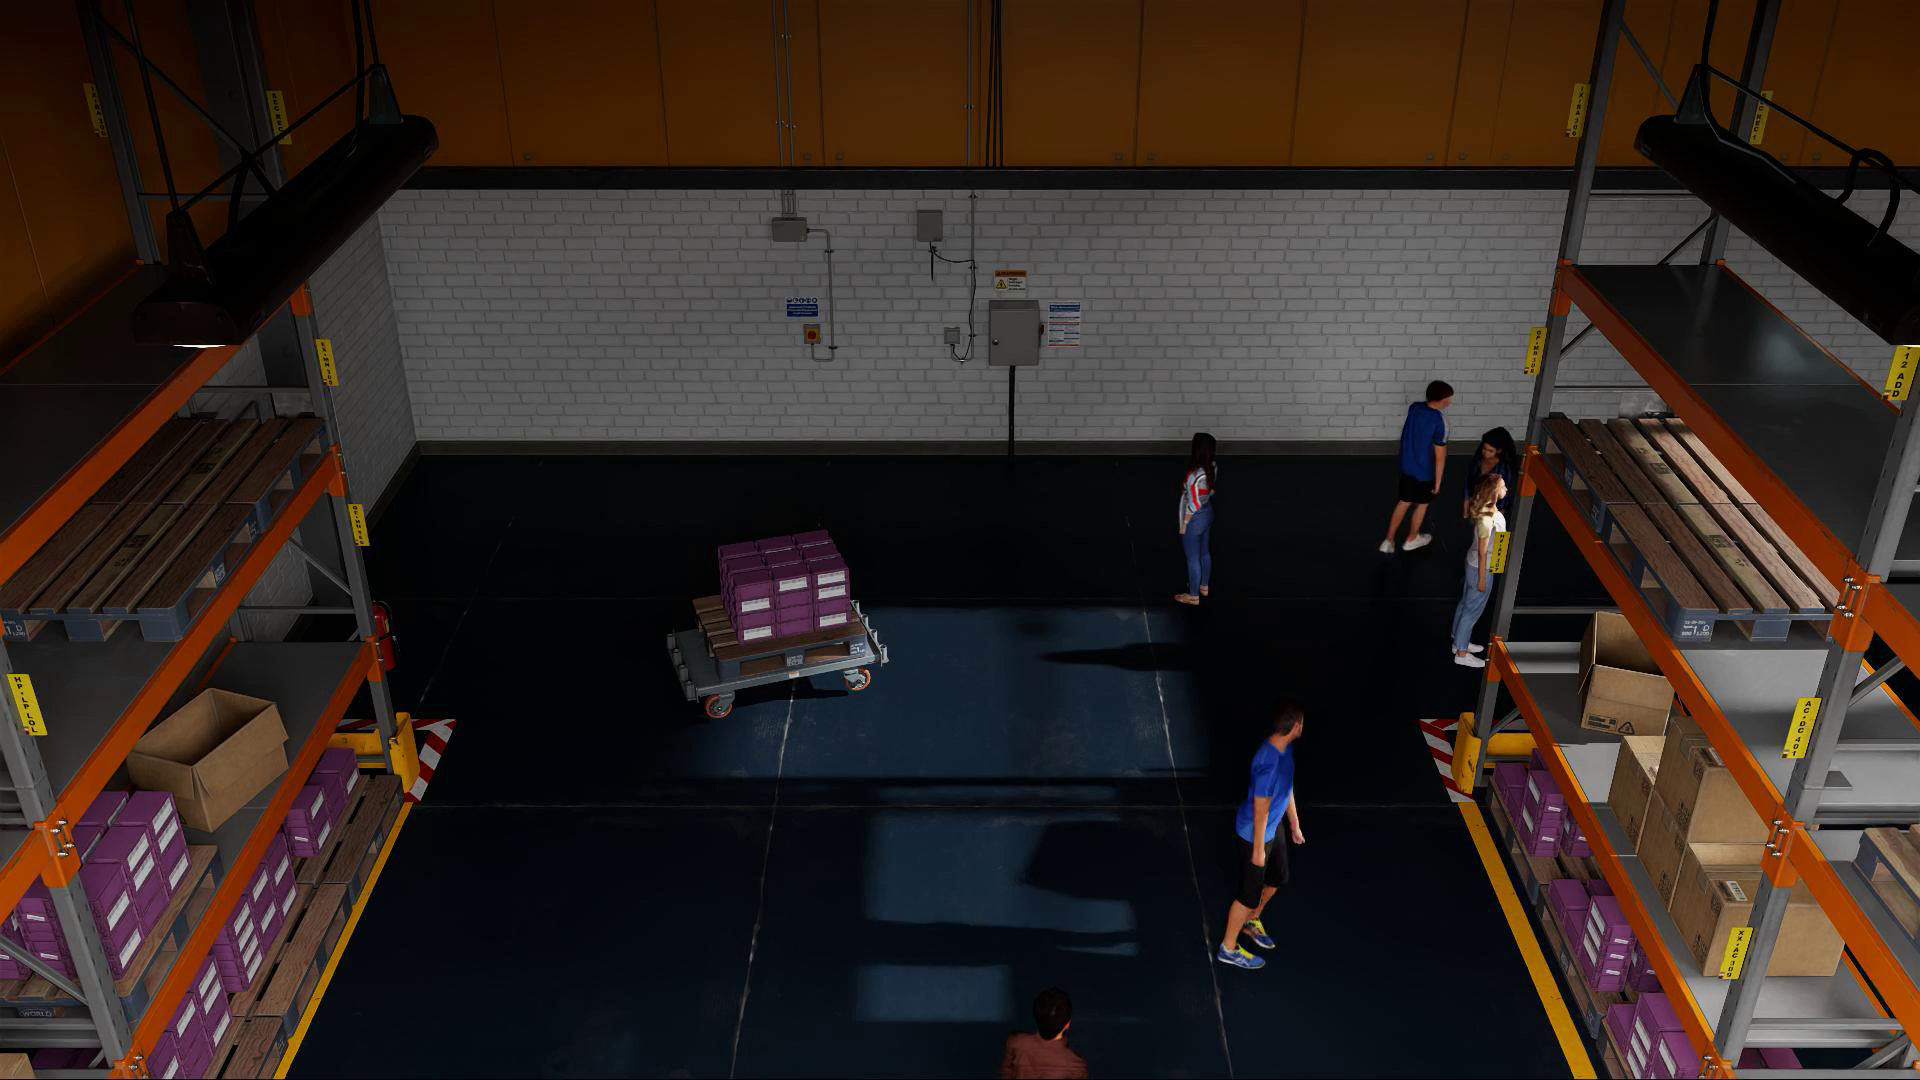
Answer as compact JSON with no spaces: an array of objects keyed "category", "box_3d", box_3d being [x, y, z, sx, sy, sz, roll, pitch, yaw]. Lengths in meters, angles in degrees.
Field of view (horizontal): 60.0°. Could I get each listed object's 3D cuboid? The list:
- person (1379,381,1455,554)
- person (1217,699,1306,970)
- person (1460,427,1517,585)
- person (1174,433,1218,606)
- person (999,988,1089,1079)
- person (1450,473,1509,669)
[{"category":"person","box_3d":[4.118,-0.612,15.067,1.054,1.819,1.091,24,37,37]},{"category":"person","box_3d":[1.887,1.830,10.591,0.881,1.818,0.759,21,35,33]},{"category":"person","box_3d":[4.648,-0.263,14.642,0.807,1.613,0.743,-22,35,-34]},{"category":"person","box_3d":[2.079,-0.196,14.520,0.727,1.612,0.628,19,34,30]},{"category":"person","box_3d":[0.369,3.050,8.442,0.930,1.734,1.230,11,30,19]},{"category":"person","box_3d":[4.246,0.232,13.618,0.721,1.723,0.546,5,29,9]}]
